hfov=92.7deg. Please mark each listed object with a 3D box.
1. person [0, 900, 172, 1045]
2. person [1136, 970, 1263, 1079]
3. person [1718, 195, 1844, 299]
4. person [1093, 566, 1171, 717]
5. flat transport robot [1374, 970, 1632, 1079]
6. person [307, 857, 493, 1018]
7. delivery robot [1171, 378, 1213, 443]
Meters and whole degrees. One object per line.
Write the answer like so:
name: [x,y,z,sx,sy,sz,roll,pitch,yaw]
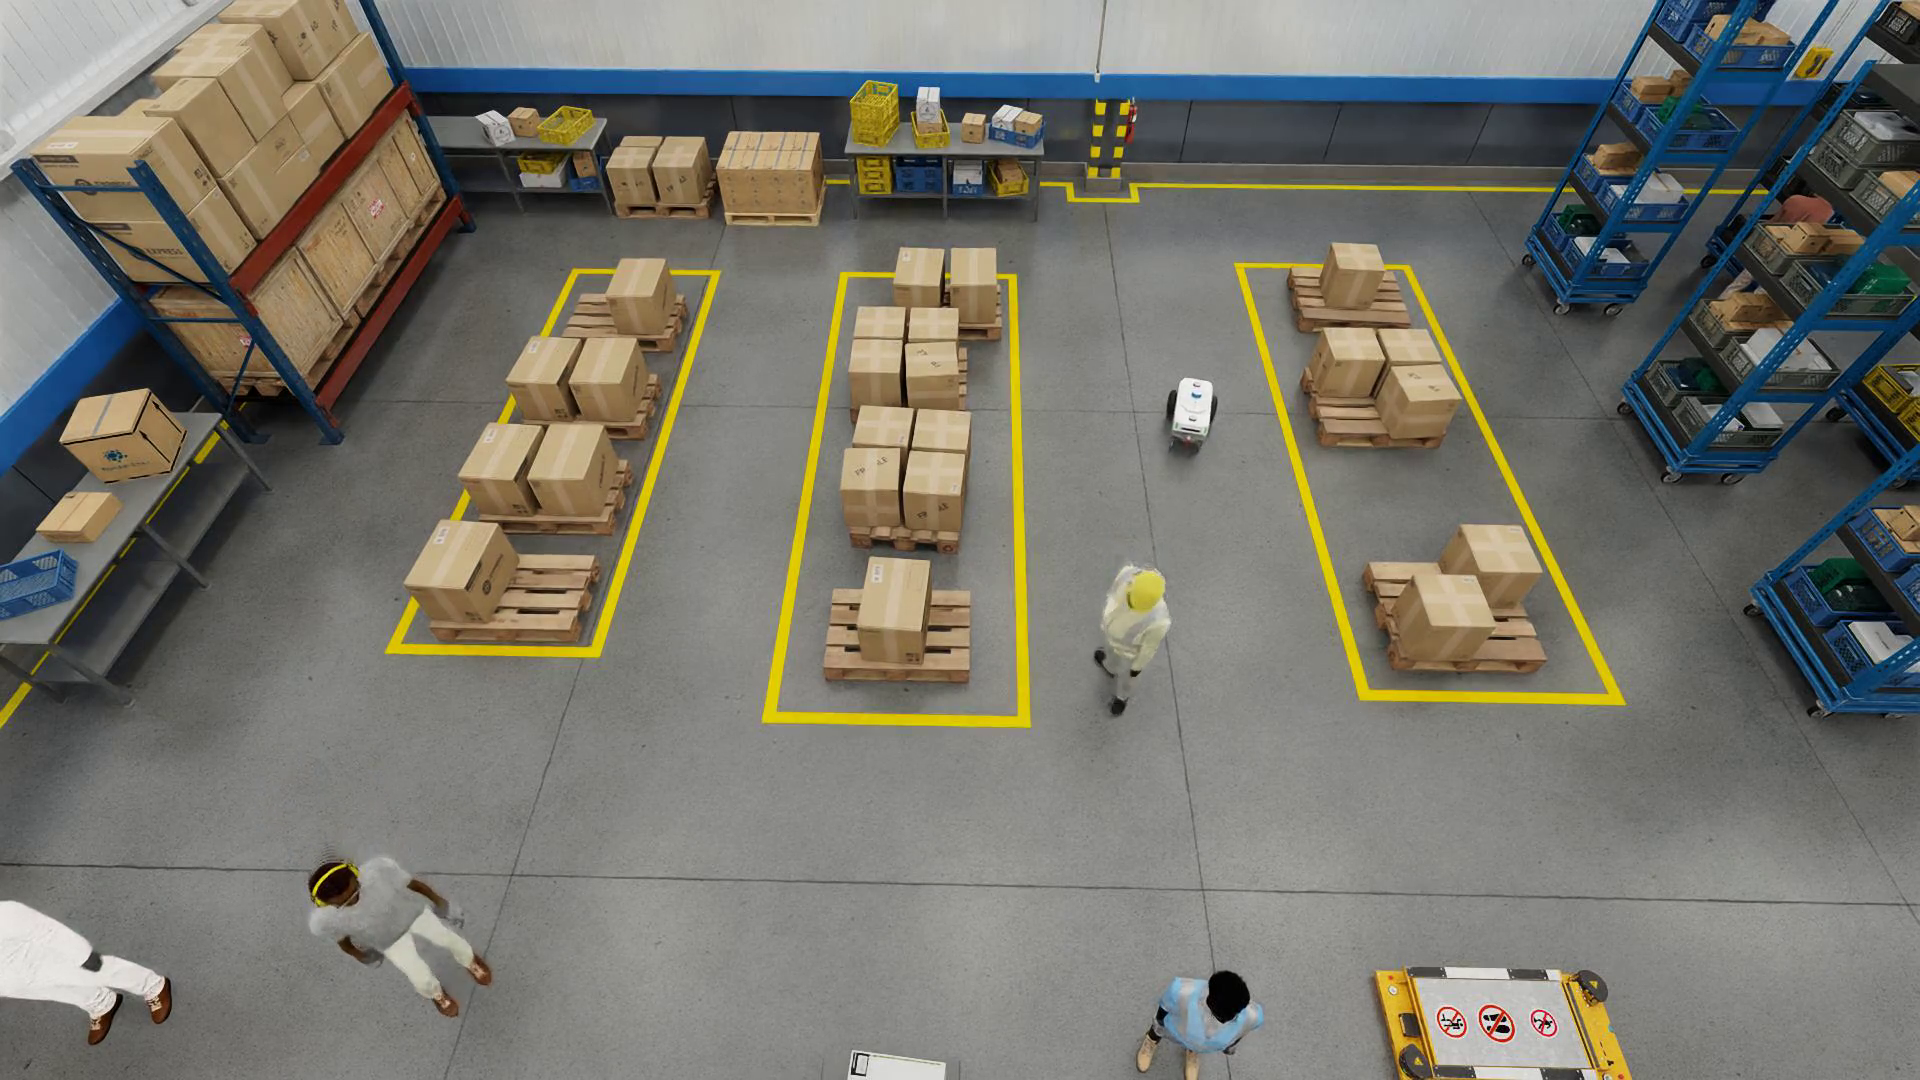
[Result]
person: [-5.459,2.525,5.366,0.636,1.903,0.404,-13,52,-10]
person: [1.362,2.799,5.270,0.533,1.699,0.318,11,52,9]
person: [8.799,-3.020,9.839,0.411,1.980,0.626,-21,54,-17]
person: [1.237,0.681,6.948,0.405,1.797,0.736,-16,53,-12]
flat transport robot: [3.501,3.133,5.914,1.431,0.197,0.652,1,51,1]
person: [-3.343,2.372,5.522,0.422,1.854,0.519,24,55,18]
delivery robot: [2.367,-1.331,9.313,0.477,0.478,0.707,11,52,9]
